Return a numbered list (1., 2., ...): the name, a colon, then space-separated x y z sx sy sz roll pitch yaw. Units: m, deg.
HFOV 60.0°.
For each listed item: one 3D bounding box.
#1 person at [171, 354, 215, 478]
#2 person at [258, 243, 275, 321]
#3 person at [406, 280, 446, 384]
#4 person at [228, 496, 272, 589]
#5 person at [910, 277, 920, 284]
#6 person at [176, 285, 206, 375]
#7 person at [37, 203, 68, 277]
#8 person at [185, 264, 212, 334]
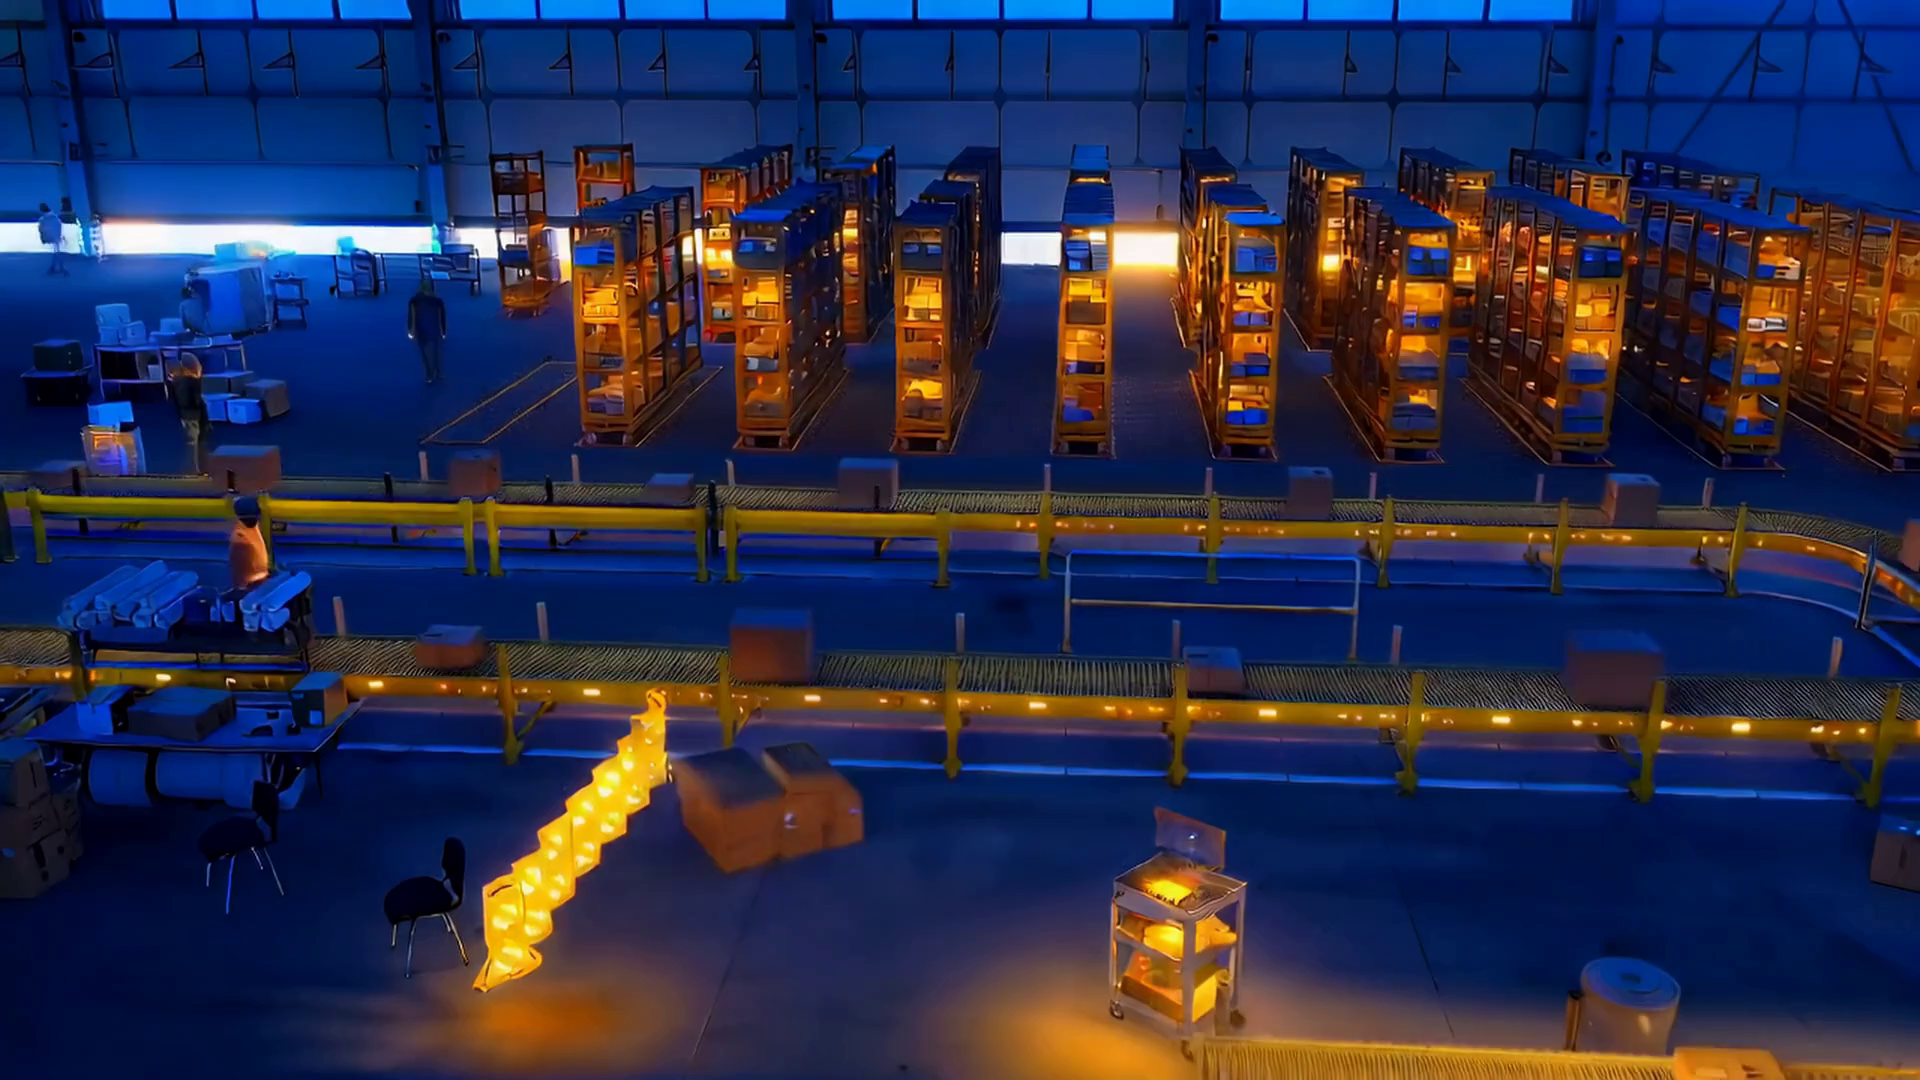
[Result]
1. person: -11.142 -1.803 24.283 0.590 1.833 0.404 4 18 12
2. person: -15.386 -5.718 36.904 0.633 1.696 0.581 -10 20 -28
3. person: -9.892 -3.874 30.803 0.657 1.863 0.932 -10 20 -29
4. person: -7.135 0.482 16.859 0.452 1.933 0.654 -2 18 -7
5. person: -0.902 -5.709 36.694 0.403 1.822 0.588 -5 18 -15
6. person: -14.055 -3.735 30.448 0.449 1.843 0.611 7 19 21
7. person: -23.598 -7.799 43.241 0.934 1.886 0.554 10 20 28
8. person: -15.376 -4.714 33.690 0.723 1.726 0.566 7 19 22
